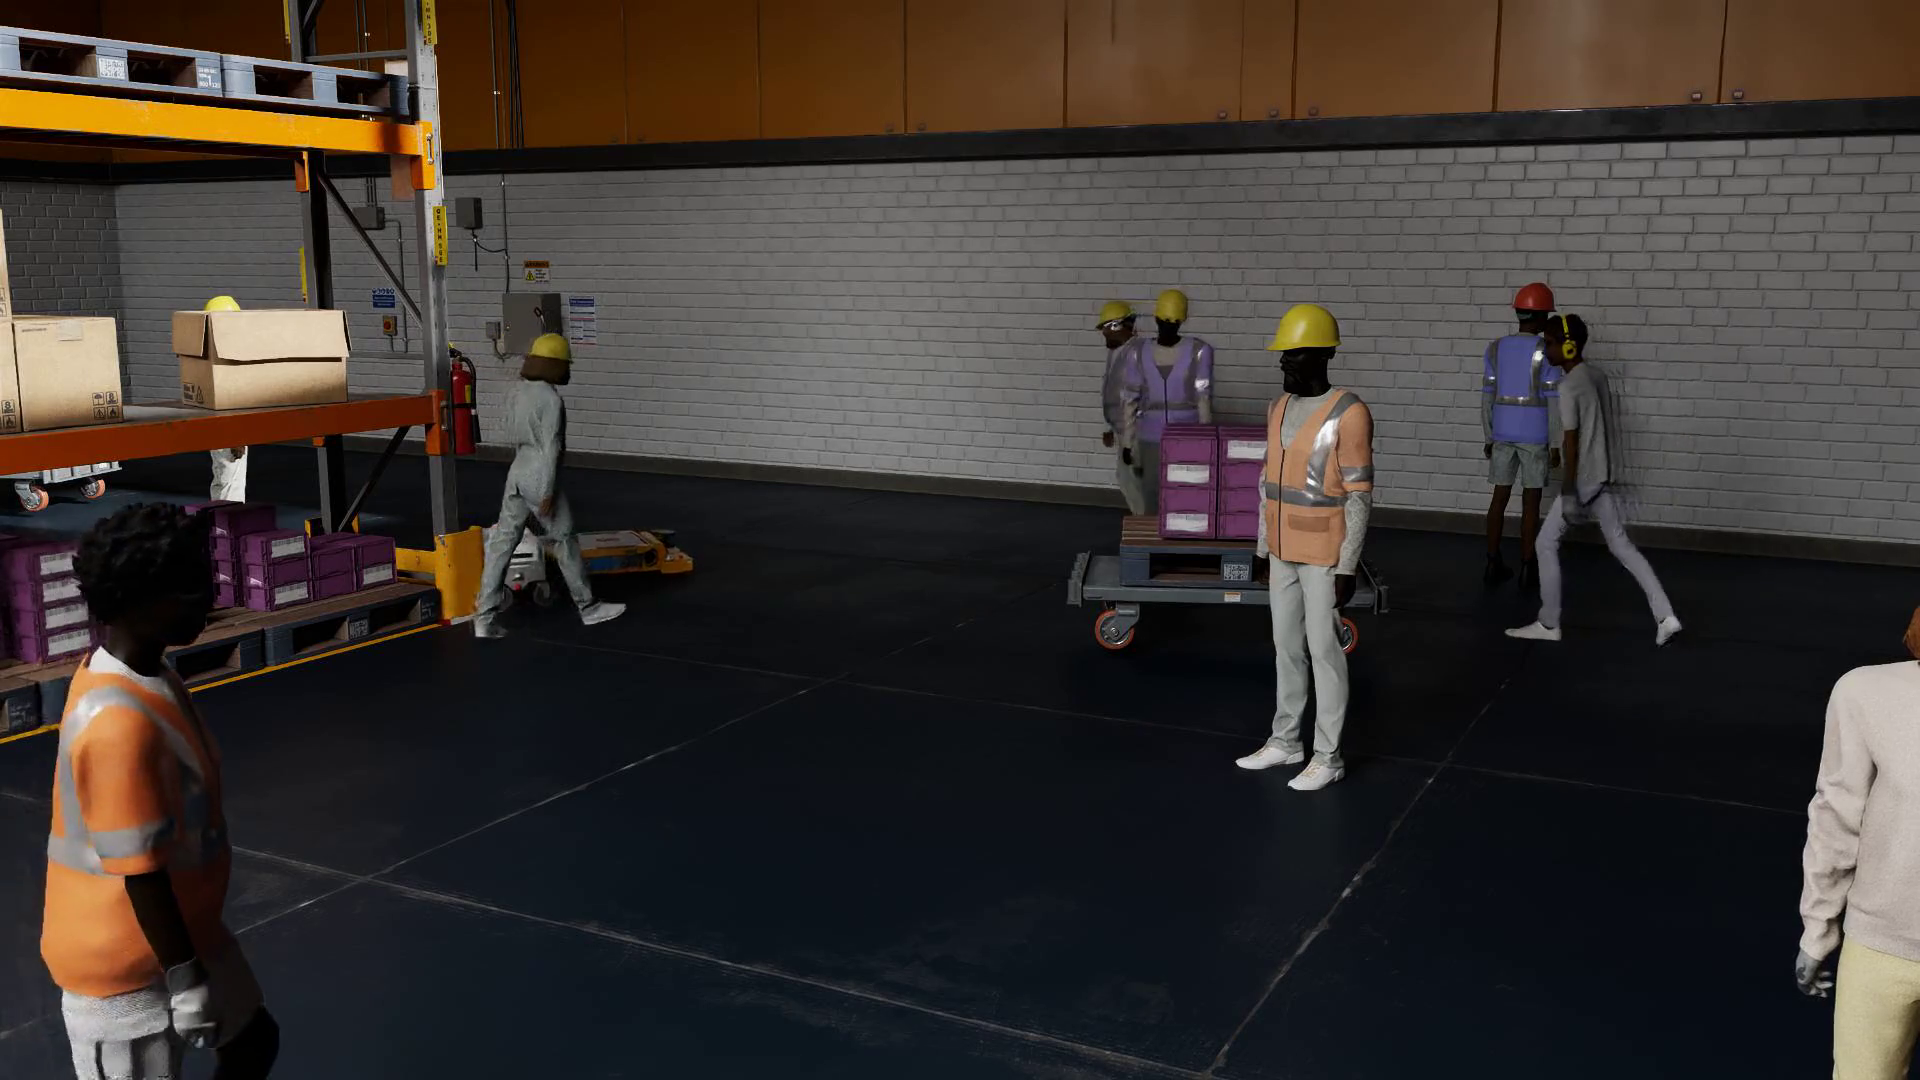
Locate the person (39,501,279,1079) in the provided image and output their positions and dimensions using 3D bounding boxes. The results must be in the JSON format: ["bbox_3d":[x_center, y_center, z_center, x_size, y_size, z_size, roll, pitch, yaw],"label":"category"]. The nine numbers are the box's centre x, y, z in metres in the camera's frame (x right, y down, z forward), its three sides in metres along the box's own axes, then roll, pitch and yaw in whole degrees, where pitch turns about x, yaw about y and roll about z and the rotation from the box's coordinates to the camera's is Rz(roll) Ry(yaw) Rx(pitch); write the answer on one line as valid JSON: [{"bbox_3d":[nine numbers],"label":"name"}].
[{"bbox_3d":[-1.451,0.755,3.143,0.570,1.673,0.547,-4,10,-21],"label":"person"}]

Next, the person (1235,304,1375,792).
[{"bbox_3d":[1.373,0.030,6.627,0.366,1.926,0.594,-5,11,-27],"label":"person"}]

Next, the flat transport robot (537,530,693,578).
[{"bbox_3d":[-2.539,0.106,10.978,1.431,0.197,0.652,-4,11,-21],"label":"flat transport robot"}]

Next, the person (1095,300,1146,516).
[{"bbox_3d":[1.239,-0.831,12.010,0.538,1.790,0.612,-2,10,-11],"label":"person"}]

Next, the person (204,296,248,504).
[{"bbox_3d":[-5.023,-0.756,11.452,0.404,1.832,0.598,-7,12,-34],"label":"person"}]

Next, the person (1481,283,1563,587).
[{"bbox_3d":[3.625,-0.675,10.681,0.375,1.935,0.551,-8,13,-39],"label":"person"}]

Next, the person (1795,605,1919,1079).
[{"bbox_3d":[1.824,0.787,3.086,0.499,1.636,0.286,8,12,37],"label":"person"}]

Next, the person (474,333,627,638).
[{"bbox_3d":[-2.352,-0.302,9.246,0.549,1.676,0.916,9,13,42],"label":"person"}]

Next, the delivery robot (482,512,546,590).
[{"bbox_3d":[-2.737,0.069,10.100,0.477,0.478,0.707,-4,10,-22],"label":"delivery robot"}]

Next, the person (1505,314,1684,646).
[{"bbox_3d":[3.477,-0.304,8.936,0.566,1.816,0.863,-10,14,-44],"label":"person"}]

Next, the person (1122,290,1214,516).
[{"bbox_3d":[1.377,-0.679,10.839,0.651,1.890,0.562,4,11,24],"label":"person"}]
